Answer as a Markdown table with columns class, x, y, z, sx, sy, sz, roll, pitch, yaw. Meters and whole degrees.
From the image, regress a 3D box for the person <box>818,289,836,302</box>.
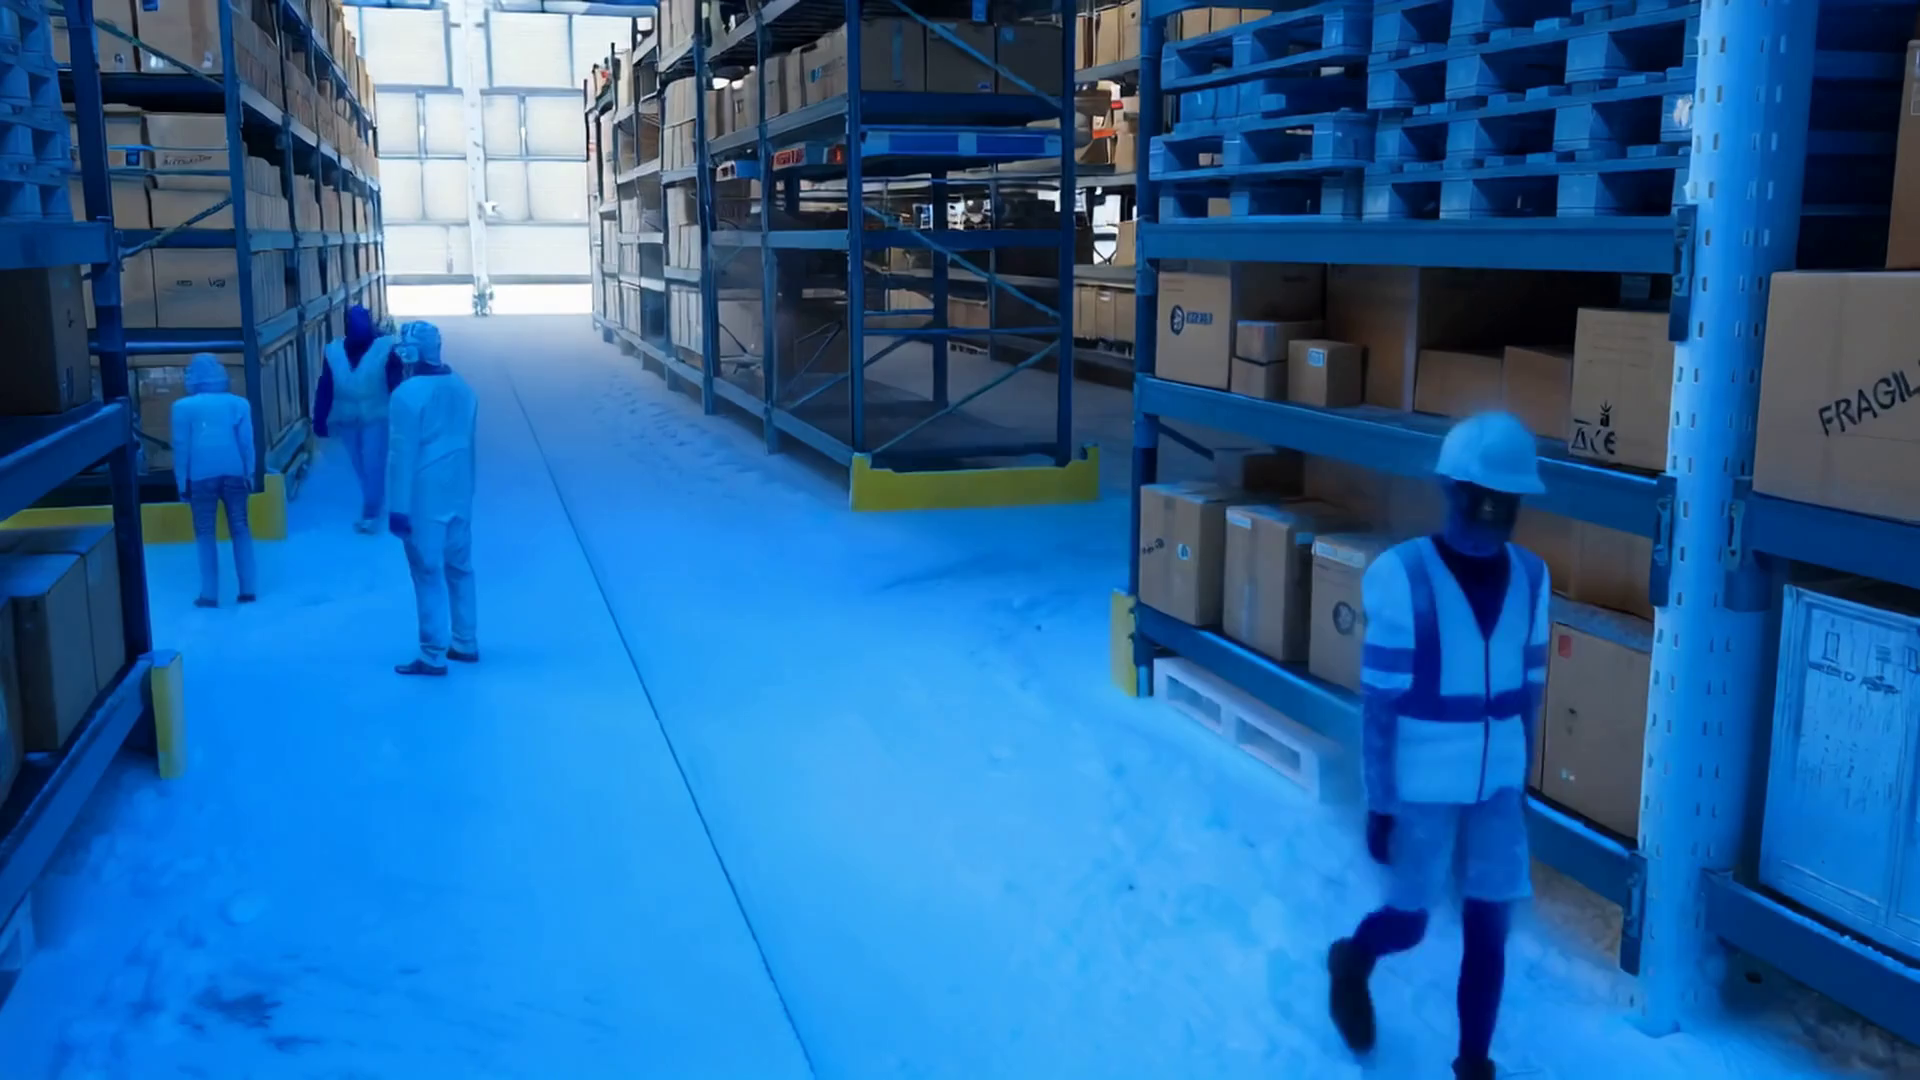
| class | x | y | z | sx | sy | sz | roll | pitch | yaw |
| --- | --- | --- | --- | --- | --- | --- | --- | --- | --- |
| person | -2.612 | -4.588 | 32.650 | 0.375 | 1.996 | 0.611 | -4 | 11 | -21 |

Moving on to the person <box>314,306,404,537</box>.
| class | x | y | z | sx | sy | sz | roll | pitch | yaw |
| --- | --- | --- | --- | --- | --- | --- | --- | --- | --- |
| person | -4.753 | -0.930 | 13.122 | 0.638 | 1.794 | 0.915 | 1 | 10 | 5 |

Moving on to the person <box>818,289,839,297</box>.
| class | x | y | z | sx | sy | sz | roll | pitch | yaw |
| --- | --- | --- | --- | --- | --- | --- | --- | --- | --- |
| person | -3.391 | -6.373 | 43.220 | 0.549 | 1.710 | 0.835 | 6 | 12 | 29 |

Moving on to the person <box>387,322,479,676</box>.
| class | x | y | z | sx | sy | sz | roll | pitch | yaw |
| --- | --- | --- | --- | --- | --- | --- | --- | --- | --- |
| person | -2.867 | -0.224 | 9.001 | 0.399 | 1.900 | 0.645 | 3 | 11 | 17 |

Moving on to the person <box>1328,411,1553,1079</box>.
| class | x | y | z | sx | sy | sz | roll | pitch | yaw |
| --- | --- | --- | --- | --- | --- | --- | --- | --- | --- |
| person | 1.268 | 0.605 | 4.388 | 0.564 | 1.923 | 0.717 | -3 | 11 | -15 |

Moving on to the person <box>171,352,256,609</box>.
| class | x | y | z | sx | sy | sz | roll | pitch | yaw |
| --- | --- | --- | --- | --- | --- | --- | --- | --- | --- |
| person | -4.723 | -0.375 | 10.572 | 0.494 | 1.624 | 0.284 | -10 | 14 | -44 |
